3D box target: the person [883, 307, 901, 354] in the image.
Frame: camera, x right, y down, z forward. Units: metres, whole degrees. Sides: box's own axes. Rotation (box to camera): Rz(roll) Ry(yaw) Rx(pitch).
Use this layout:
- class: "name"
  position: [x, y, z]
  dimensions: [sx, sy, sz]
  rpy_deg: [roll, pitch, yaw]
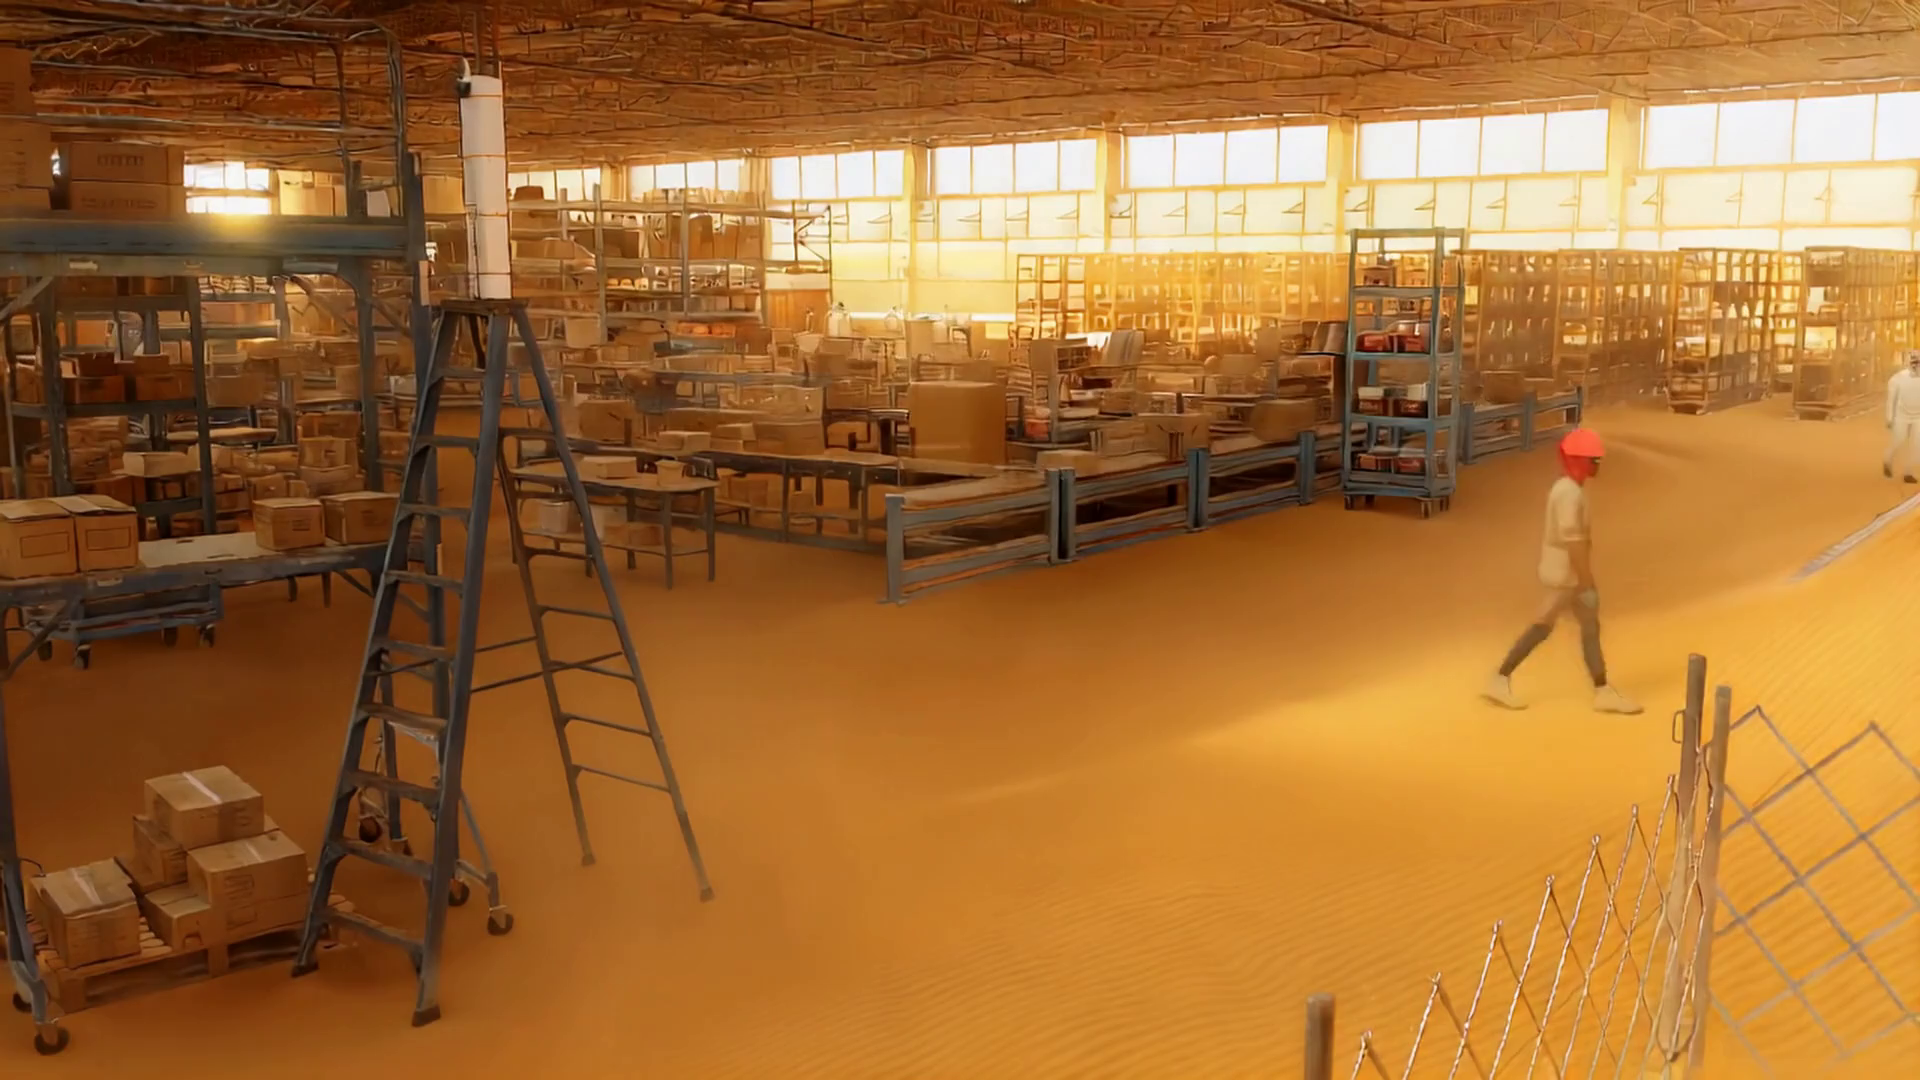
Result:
- class: "person"
  position: [-2.355, -7.000, 56.772]
  dimensions: [0.596, 1.907, 0.959]
  rpy_deg: [-3, 10, -19]

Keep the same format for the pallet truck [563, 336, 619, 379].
- class: "pallet truck"
  position: [-10.690, -5.294, 48.215]
  dimensions: [1.601, 1.201, 0.680]
  rpy_deg: [-5, 10, -26]

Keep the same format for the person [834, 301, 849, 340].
- class: "person"
  position: [-4.550, -8.145, 63.620]
  dimensions: [0.622, 1.992, 0.397]
  rpy_deg: [-6, 11, -33]

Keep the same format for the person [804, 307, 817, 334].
- class: "person"
  position: [-5.918, -8.395, 66.074]
  dimensions: [0.617, 1.724, 0.370]
  rpy_deg: [-6, 11, -35]

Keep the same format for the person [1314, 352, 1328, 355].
- class: "person"
  position: [8.769, -4.320, 40.306]
  dimensions: [0.597, 1.817, 0.433]
  rpy_deg: [-8, 12, -41]

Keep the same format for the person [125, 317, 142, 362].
- class: "person"
  position: [-21.488, -4.874, 43.474]
  dimensions: [0.786, 1.915, 0.634]
  rpy_deg: [-5, 10, -27]

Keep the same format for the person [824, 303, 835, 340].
- class: "person"
  position: [-5.117, -8.470, 66.037]
  dimensions: [0.556, 1.865, 0.993]
  rpy_deg: [2, 9, 10]

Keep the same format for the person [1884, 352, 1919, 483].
- class: "person"
  position: [13.847, -1.792, 24.262]
  dimensions: [0.663, 1.894, 0.515]
  rpy_deg: [0, 9, 2]

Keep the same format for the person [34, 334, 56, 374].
- class: "person"
  position: [-22.068, -4.198, 40.232]
  dimensions: [0.845, 1.579, 0.520]
  rpy_deg: [6, 11, 35]

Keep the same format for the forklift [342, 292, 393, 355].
- class: "forklift"
  position: [-16.485, -5.622, 45.120]
  dimensions: [1.129, 2.768, 1.873]
  rpy_deg: [7, 11, 37]

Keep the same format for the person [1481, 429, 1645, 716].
- class: "person"
  position: [4.142, 0.227, 11.420]
  dimensions: [1.064, 1.997, 0.617]
  rpy_deg: [3, 10, 19]

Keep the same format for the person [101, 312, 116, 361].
- class: "person"
  position: [-29.181, -6.971, 56.837]
  dimensions: [0.572, 1.812, 0.626]
  rpy_deg: [-9, 13, -43]

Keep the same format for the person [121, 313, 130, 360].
- class: "person"
  position: [-24.566, -5.763, 49.117]
  dimensions: [0.650, 1.877, 0.833]
  rpy_deg: [7, 11, 37]

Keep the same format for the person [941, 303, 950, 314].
- class: "person"
  position: [-0.564, -8.873, 68.680]
  dimensions: [0.446, 1.828, 0.658]
  rpy_deg: [2, 9, 11]

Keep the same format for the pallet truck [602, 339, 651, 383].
- class: "pallet truck"
  position: [-8.991, -4.871, 45.351]
  dimensions: [0.653, 1.274, 1.630]
  rpy_deg: [7, 11, 37]
